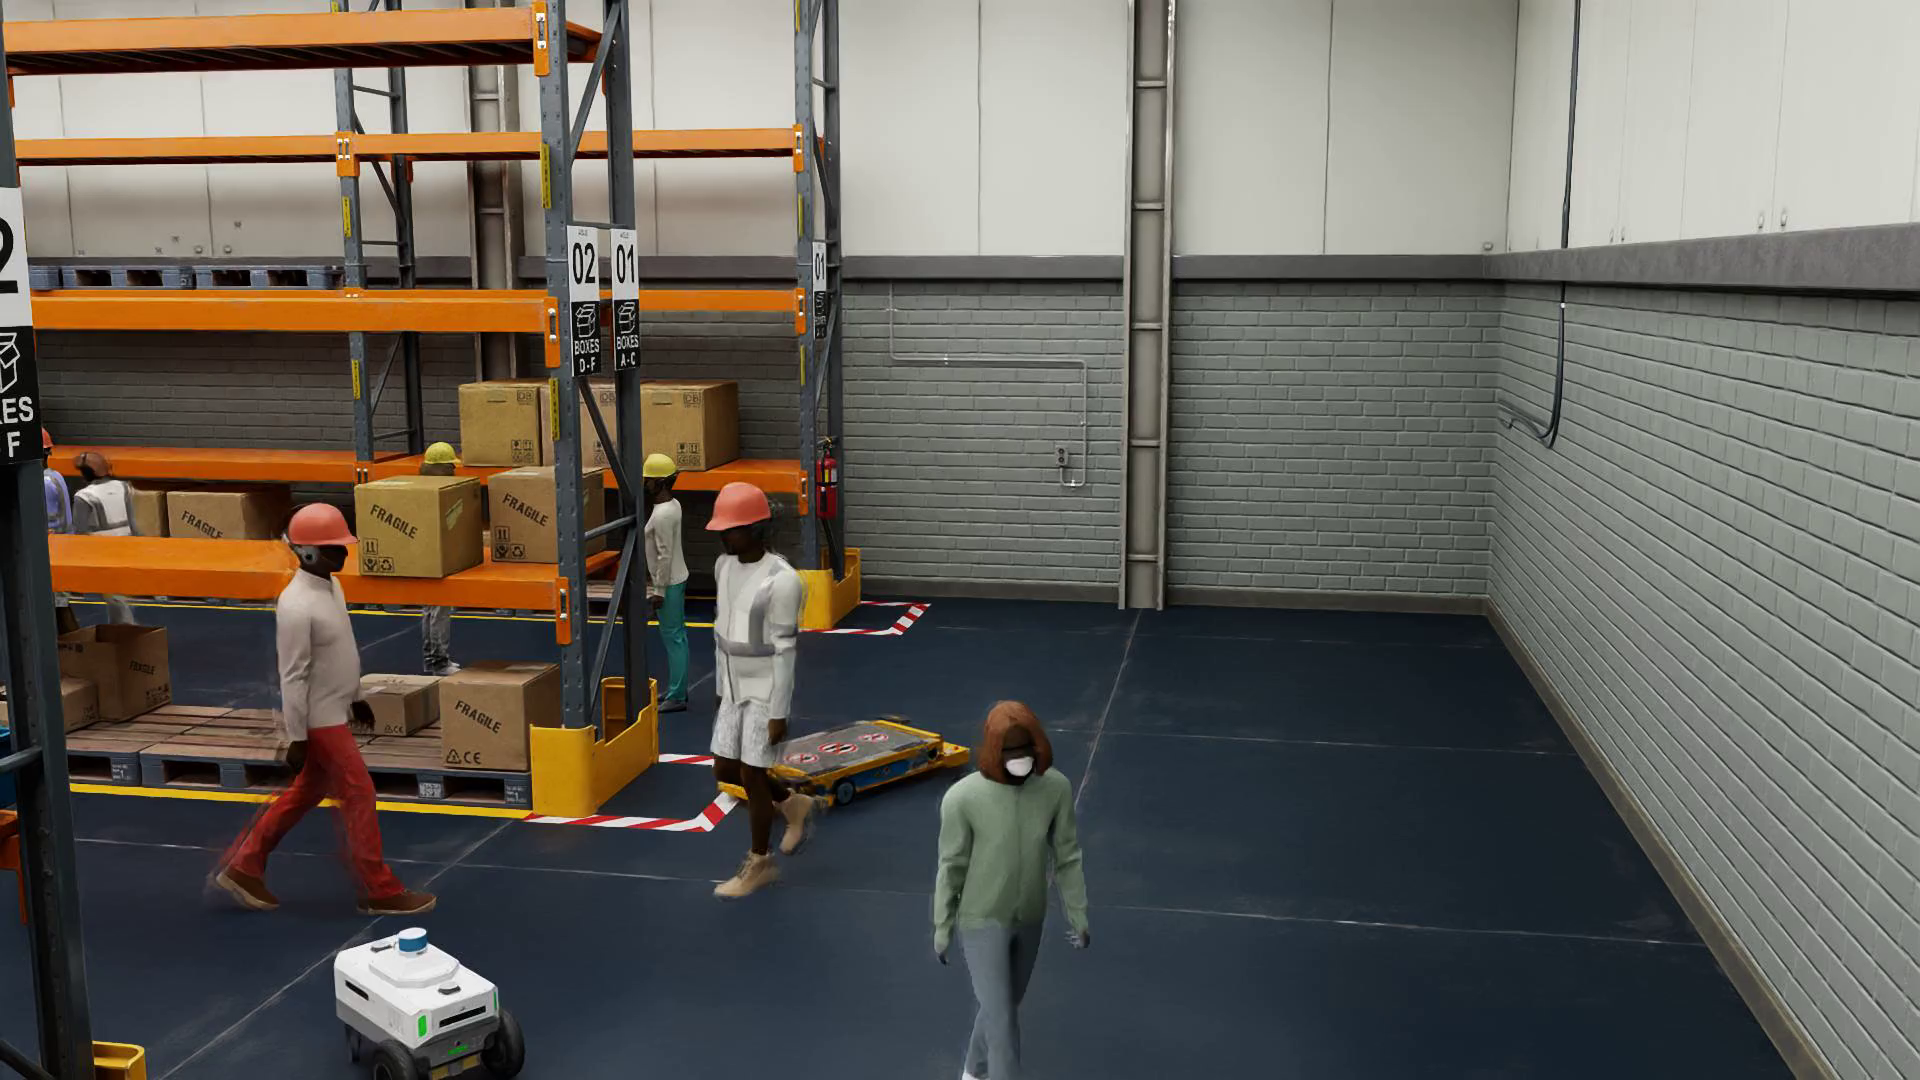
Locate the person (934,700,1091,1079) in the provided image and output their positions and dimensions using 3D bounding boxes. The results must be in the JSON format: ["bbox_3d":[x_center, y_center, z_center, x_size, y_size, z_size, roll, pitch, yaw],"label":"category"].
[{"bbox_3d":[0.181,1.304,5.649,0.531,1.584,0.824,-6,11,-32],"label":"person"}]

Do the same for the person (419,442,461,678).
[{"bbox_3d":[-3.826,0.145,12.306,0.324,1.742,0.492,-5,11,-30],"label":"person"}]

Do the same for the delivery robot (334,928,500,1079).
[{"bbox_3d":[-2.017,1.680,6.154,0.707,0.478,0.477,8,13,44],"label":"delivery robot"}]

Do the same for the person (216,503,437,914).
[{"bbox_3d":[-3.002,0.790,7.665,0.970,1.963,0.617,-2,9,-10],"label":"person"}]

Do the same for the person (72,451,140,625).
[{"bbox_3d":[-6.667,0.109,12.901,0.681,1.609,0.531,3,10,18],"label":"person"}]

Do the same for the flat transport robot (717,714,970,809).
[{"bbox_3d":[-0.658,1.292,9.741,0.652,0.197,1.431,8,12,42],"label":"flat transport robot"}]

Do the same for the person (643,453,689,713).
[{"bbox_3d":[-2.013,0.293,11.317,0.320,1.769,0.523,0,9,-2],"label":"person"}]

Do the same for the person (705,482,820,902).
[{"bbox_3d":[-0.930,0.707,7.972,0.639,2.021,0.630,-8,12,-42],"label":"person"}]
